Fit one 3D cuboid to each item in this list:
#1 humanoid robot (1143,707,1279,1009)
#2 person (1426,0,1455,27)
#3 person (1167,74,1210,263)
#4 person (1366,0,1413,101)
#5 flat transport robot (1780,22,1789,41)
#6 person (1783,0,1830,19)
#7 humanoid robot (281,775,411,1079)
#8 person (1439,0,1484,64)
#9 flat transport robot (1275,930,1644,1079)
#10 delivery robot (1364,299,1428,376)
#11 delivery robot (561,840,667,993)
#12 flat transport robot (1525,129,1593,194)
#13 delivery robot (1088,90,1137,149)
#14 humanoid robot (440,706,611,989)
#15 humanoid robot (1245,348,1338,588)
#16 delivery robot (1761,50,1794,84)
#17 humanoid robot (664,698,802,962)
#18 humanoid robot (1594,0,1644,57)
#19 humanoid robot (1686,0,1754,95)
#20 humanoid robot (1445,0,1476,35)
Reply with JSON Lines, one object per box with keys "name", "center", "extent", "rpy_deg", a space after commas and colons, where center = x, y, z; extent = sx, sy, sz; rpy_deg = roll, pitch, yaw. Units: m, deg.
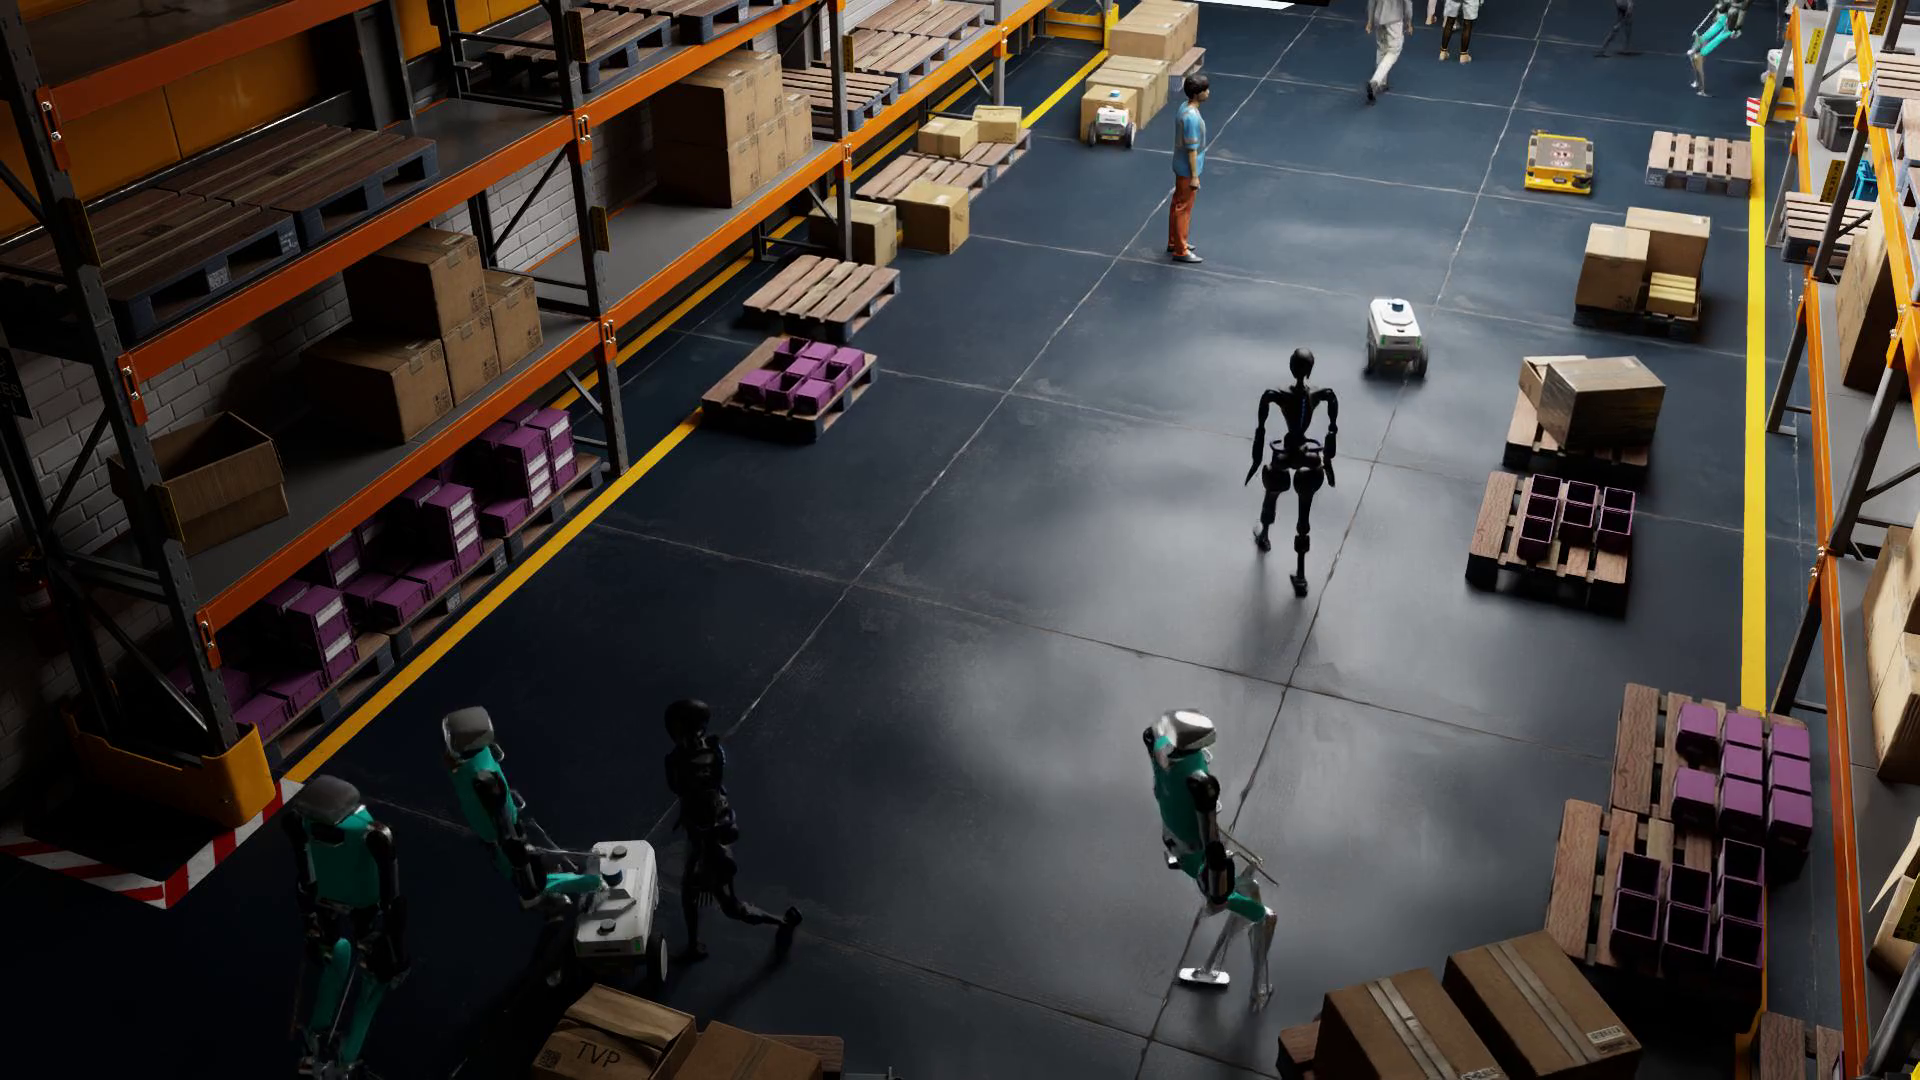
{"name": "humanoid robot", "center": [1.276, 1.502, 7.934], "extent": [0.836, 1.803, 0.602], "rpy_deg": [-14, 35, -21]}
{"name": "person", "center": [6.549, -7.790, 22.254], "extent": [0.464, 1.781, 0.305], "rpy_deg": [24, 40, 32]}
{"name": "person", "center": [2.153, -3.487, 15.607], "extent": [0.322, 1.768, 0.495], "rpy_deg": [-1, 33, -2]}
{"name": "person", "center": [5.035, -6.127, 19.597], "extent": [0.536, 1.872, 0.763], "rpy_deg": [25, 41, 34]}
{"name": "flat transport robot", "center": [11.217, -6.081, 21.003], "extent": [0.659, 0.231, 1.431], "rpy_deg": [-5, 33, -8]}
{"name": "person", "center": [11.787, -7.852, 22.477], "extent": [0.886, 1.638, 0.507], "rpy_deg": [16, 36, 23]}
{"name": "humanoid robot", "center": [-2.739, 1.906, 7.269], "extent": [0.533, 1.748, 0.766], "rpy_deg": [9, 34, 14]}
{"name": "person", "center": [6.342, -6.846, 20.877], "extent": [0.533, 1.691, 0.319], "rpy_deg": [20, 38, 28]}
{"name": "flat transport robot", "center": [2.166, 2.663, 7.471], "extent": [0.659, 0.231, 1.431], "rpy_deg": [-10, 34, -15]}
{"name": "delivery robot", "center": [3.654, -1.722, 14.007], "extent": [0.499, 0.610, 0.811], "rpy_deg": [2, 33, 3]}
{"name": "delivery robot", "center": [-1.732, 1.906, 8.397], "extent": [0.499, 0.614, 0.791], "rpy_deg": [-2, 33, -3]}
{"name": "flat transport robot", "center": [6.448, -4.071, 17.892], "extent": [0.659, 0.231, 1.431], "rpy_deg": [10, 34, 15]}
{"name": "delivery robot", "center": [1.720, -4.719, 18.644], "extent": [0.499, 0.609, 0.781], "rpy_deg": [6, 33, 9]}
{"name": "humanoid robot", "center": [-1.984, 1.488, 7.962], "extent": [0.750, 1.815, 0.531], "rpy_deg": [-21, 38, -29]}
{"name": "humanoid robot", "center": [2.233, -0.522, 11.144], "extent": [0.610, 1.621, 0.785], "rpy_deg": [-2, 33, -3]}
{"name": "delivery robot", "center": [10.247, -5.772, 20.279], "extent": [0.818, 0.614, 0.499], "rpy_deg": [1, 33, 1]}
{"name": "humanoid robot", "center": [-1.166, 1.425, 8.133], "extent": [0.710, 1.649, 0.599], "rpy_deg": [-12, 35, -17]}
{"name": "humanoid robot", "center": [8.497, -6.909, 21.003], "extent": [0.656, 1.631, 0.612], "rpy_deg": [7, 33, 10]}
{"name": "humanoid robot", "center": [8.991, -6.140, 19.789], "extent": [0.735, 1.842, 0.531], "rpy_deg": [-6, 33, -9]}
{"name": "humanoid robot", "center": [6.676, -7.483, 21.868], "extent": [0.706, 1.855, 0.540], "rpy_deg": [-22, 39, -30]}
